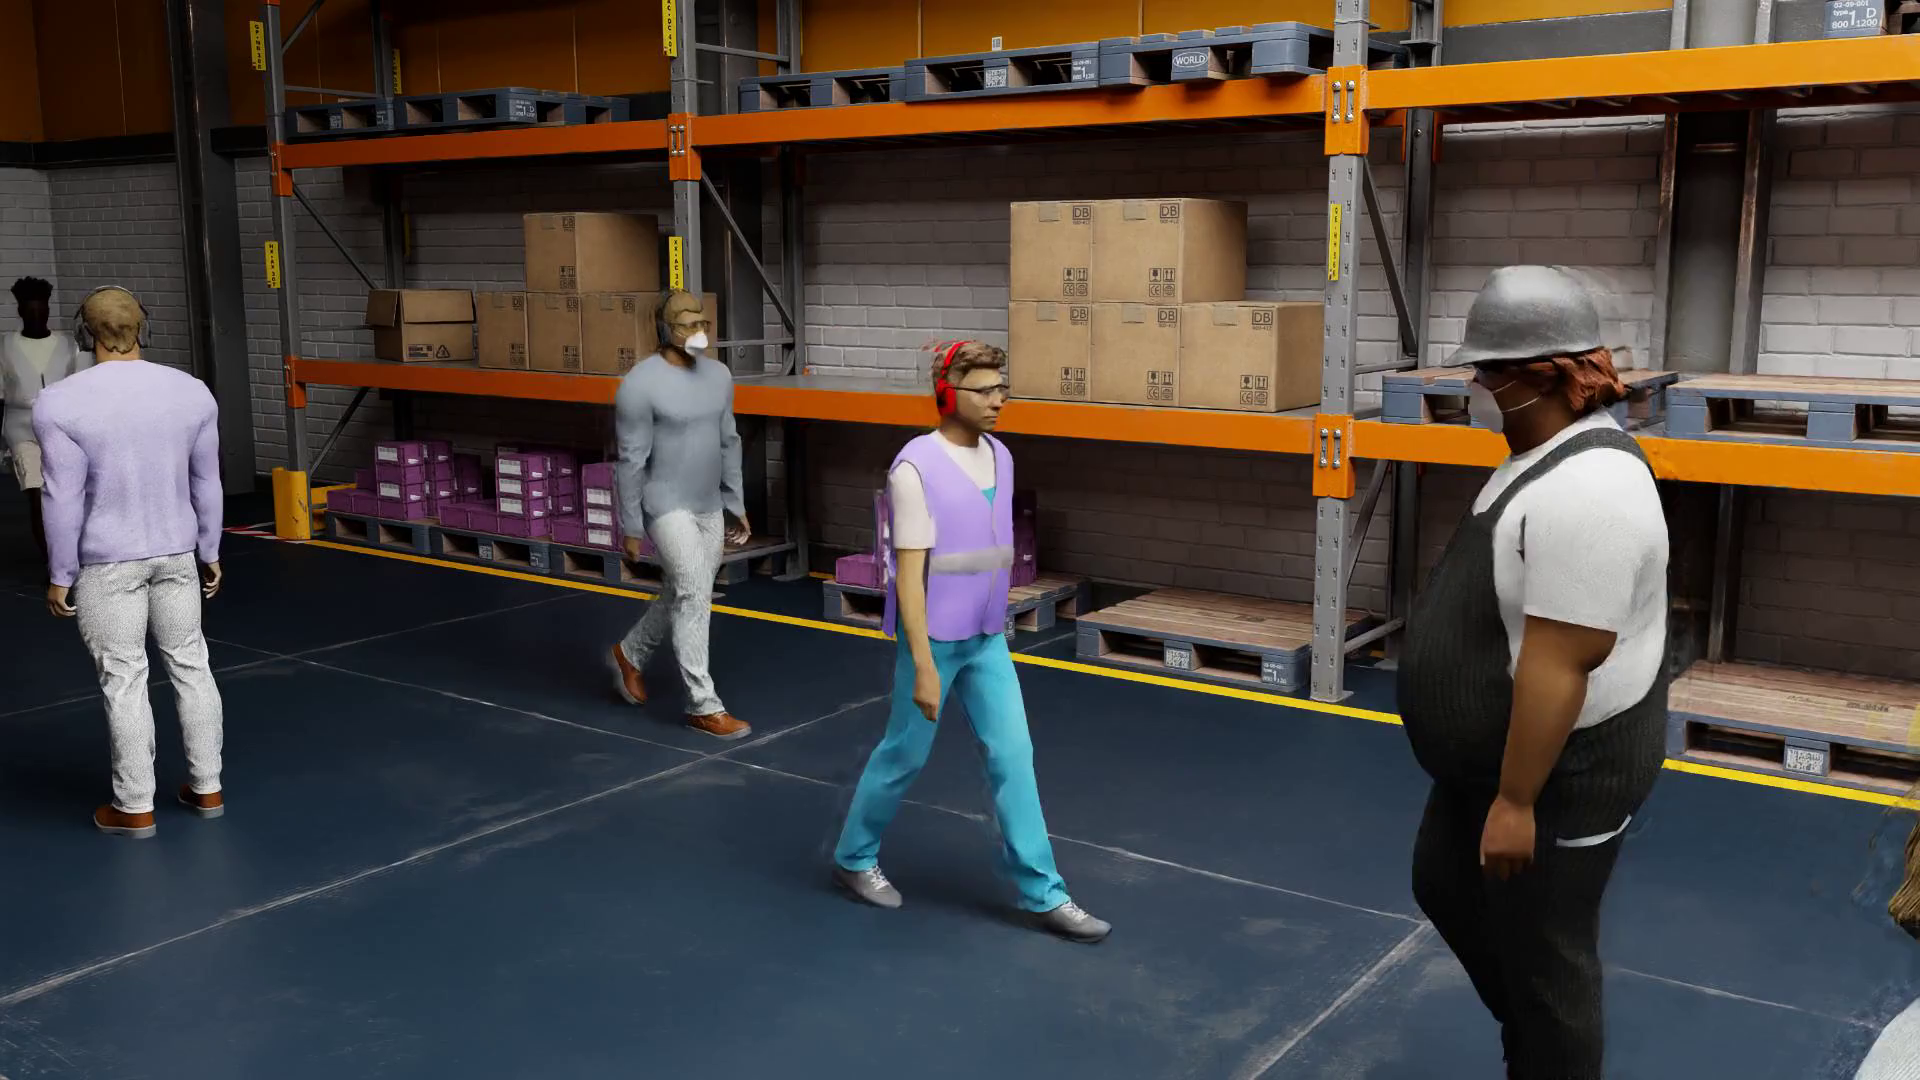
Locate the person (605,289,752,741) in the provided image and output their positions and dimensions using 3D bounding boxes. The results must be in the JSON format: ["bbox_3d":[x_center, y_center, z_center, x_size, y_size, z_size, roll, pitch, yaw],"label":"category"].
[{"bbox_3d":[-1.262,-0.127,7.193,0.877,1.916,0.630,6,11,31],"label":"person"}]

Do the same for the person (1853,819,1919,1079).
[{"bbox_3d":[0.904,0.931,1.378,0.514,1.728,0.375,-8,13,-41],"label":"person"}]

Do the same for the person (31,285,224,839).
[{"bbox_3d":[-2.903,0.079,5.875,0.351,1.936,0.634,7,12,37],"label":"person"}]

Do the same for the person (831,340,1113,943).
[{"bbox_3d":[-0.020,0.298,5.023,0.980,1.793,0.592,7,12,35],"label":"person"}]

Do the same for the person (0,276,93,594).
[{"bbox_3d":[-5.660,-0.661,10.296,0.645,1.940,0.724,-7,12,-34],"label":"person"}]
